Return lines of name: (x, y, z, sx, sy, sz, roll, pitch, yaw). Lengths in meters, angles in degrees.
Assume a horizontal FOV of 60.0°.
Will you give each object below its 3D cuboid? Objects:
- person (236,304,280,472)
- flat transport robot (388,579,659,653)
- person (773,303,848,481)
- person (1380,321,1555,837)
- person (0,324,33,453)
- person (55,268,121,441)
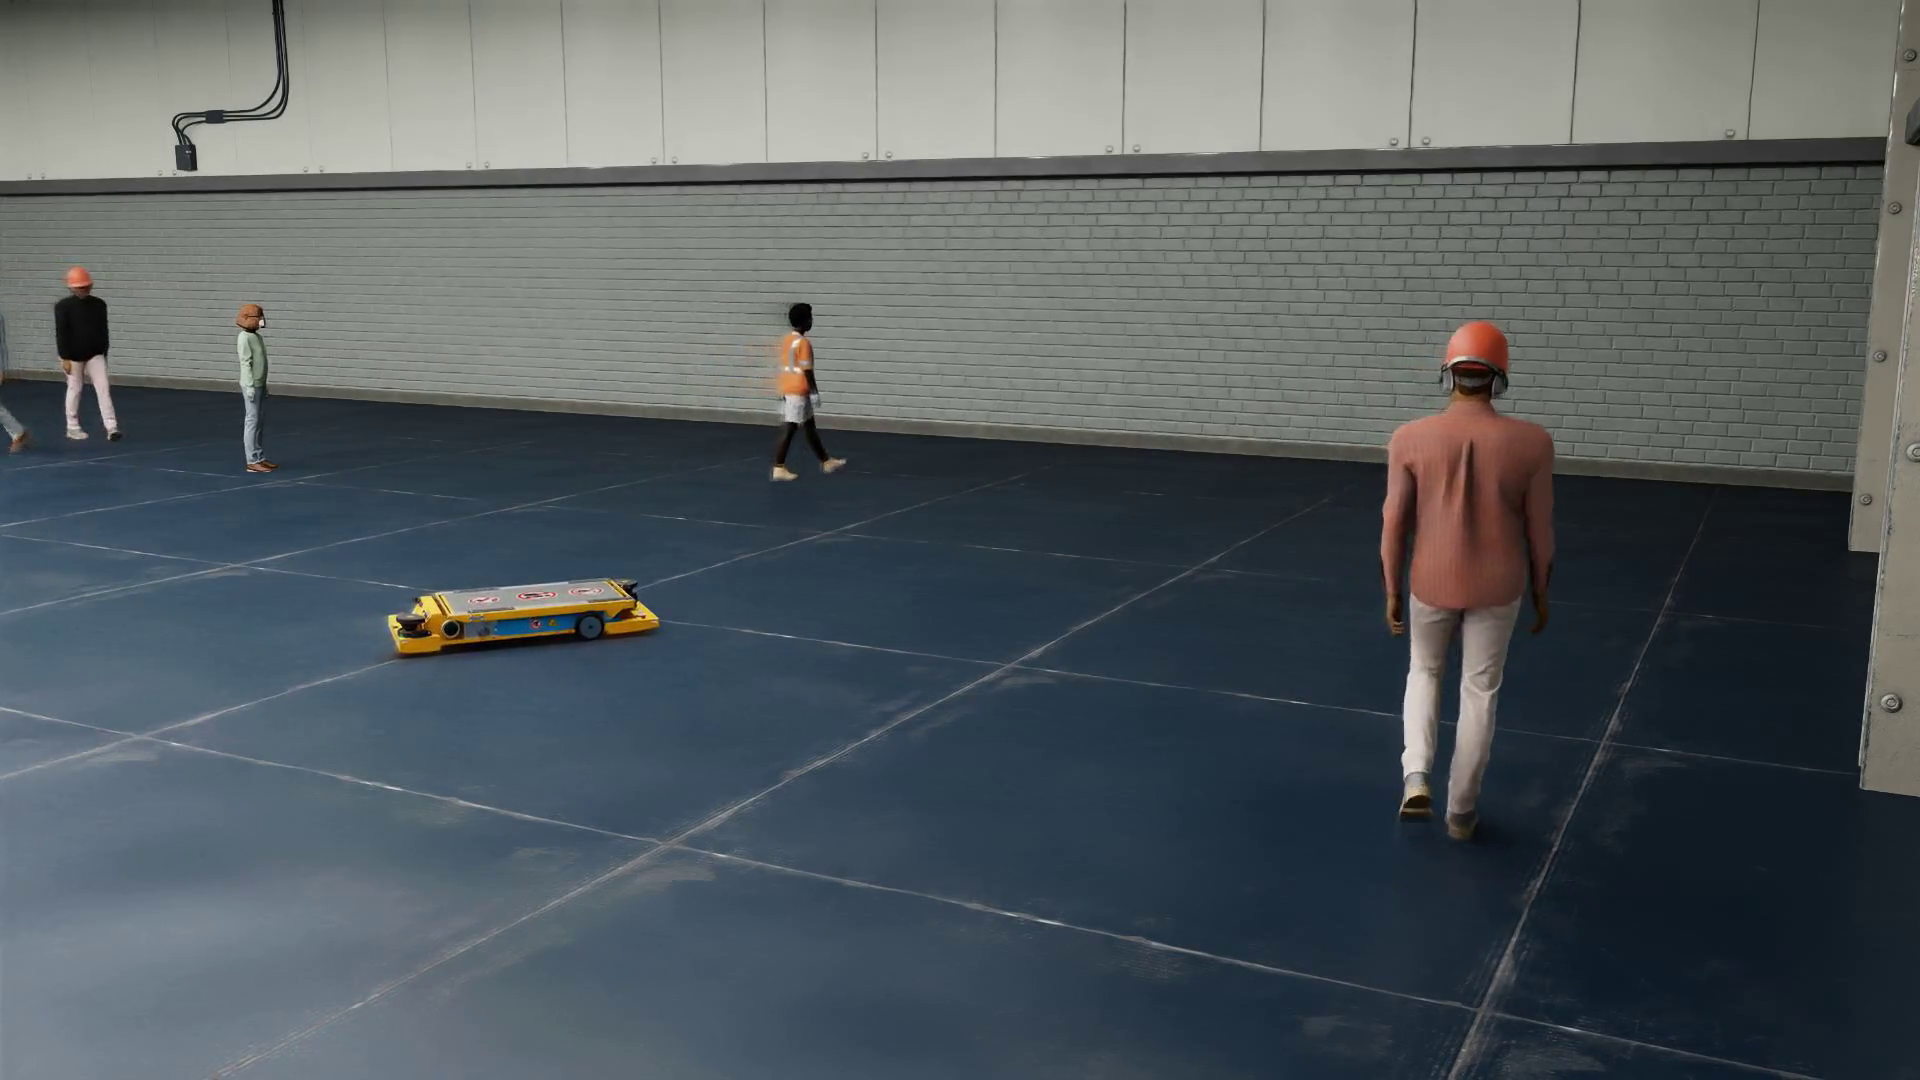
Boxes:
person: (-6.876, -1.484, 16.245, 0.276, 1.633, 0.507, -1, 10, -7)
flat transport robot: (-2.517, 0.419, 9.586, 1.431, 0.197, 0.652, -5, 11, -23)
person: (-1.416, -1.387, 15.644, 0.842, 1.657, 0.550, -4, 11, -19)
person: (1.923, 0.166, 6.307, 0.624, 1.979, 0.456, 4, 11, 22)
person: (-10.118, -1.792, 17.214, 0.635, 1.909, 0.970, 5, 12, 27)
person: (-9.735, -2.057, 18.538, 1.013, 1.925, 0.653, 8, 13, 36)
